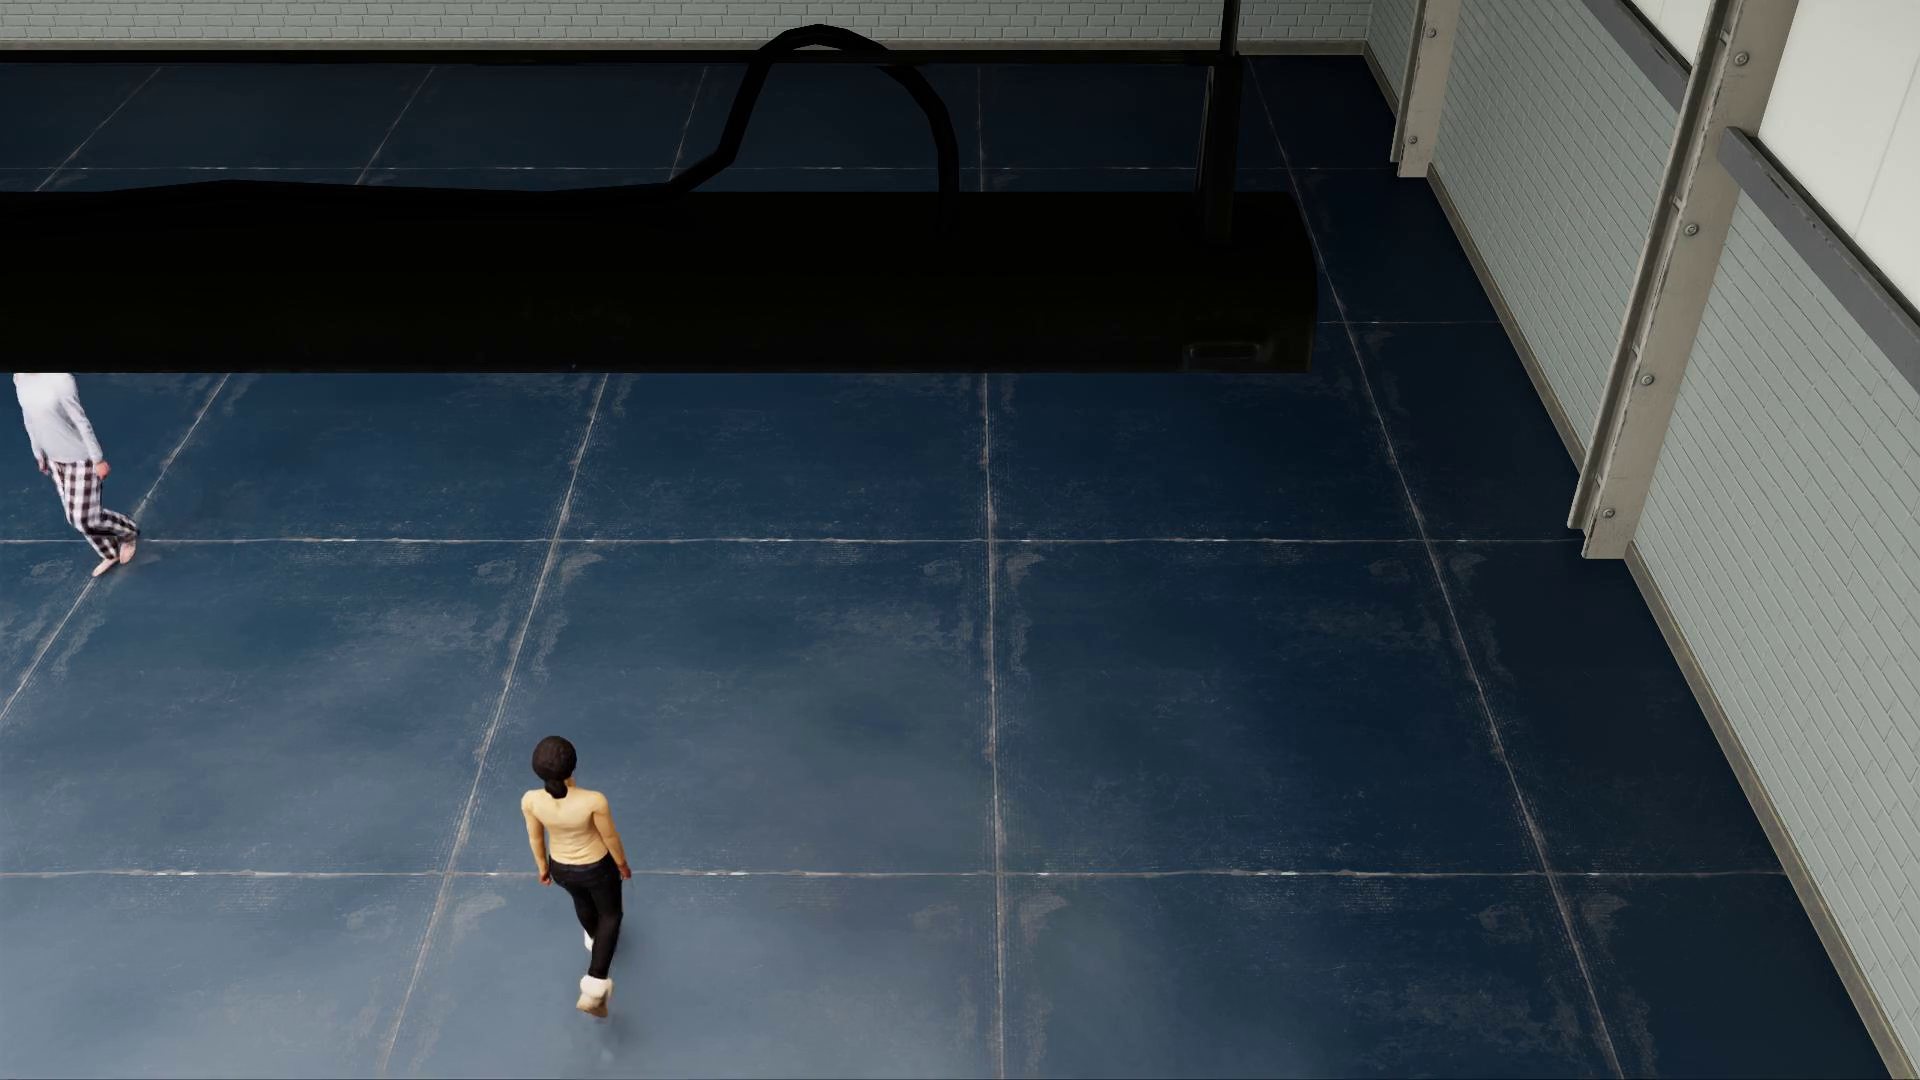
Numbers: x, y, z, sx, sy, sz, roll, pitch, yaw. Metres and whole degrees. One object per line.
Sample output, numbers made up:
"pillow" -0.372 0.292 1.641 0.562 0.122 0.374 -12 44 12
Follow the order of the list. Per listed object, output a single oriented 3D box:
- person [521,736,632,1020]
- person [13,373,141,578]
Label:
"person" -1.817 1.614 7.966 0.661 1.641 0.998 3 37 4
"person" -5.658 -0.596 10.712 0.774 1.837 0.809 14 39 17
